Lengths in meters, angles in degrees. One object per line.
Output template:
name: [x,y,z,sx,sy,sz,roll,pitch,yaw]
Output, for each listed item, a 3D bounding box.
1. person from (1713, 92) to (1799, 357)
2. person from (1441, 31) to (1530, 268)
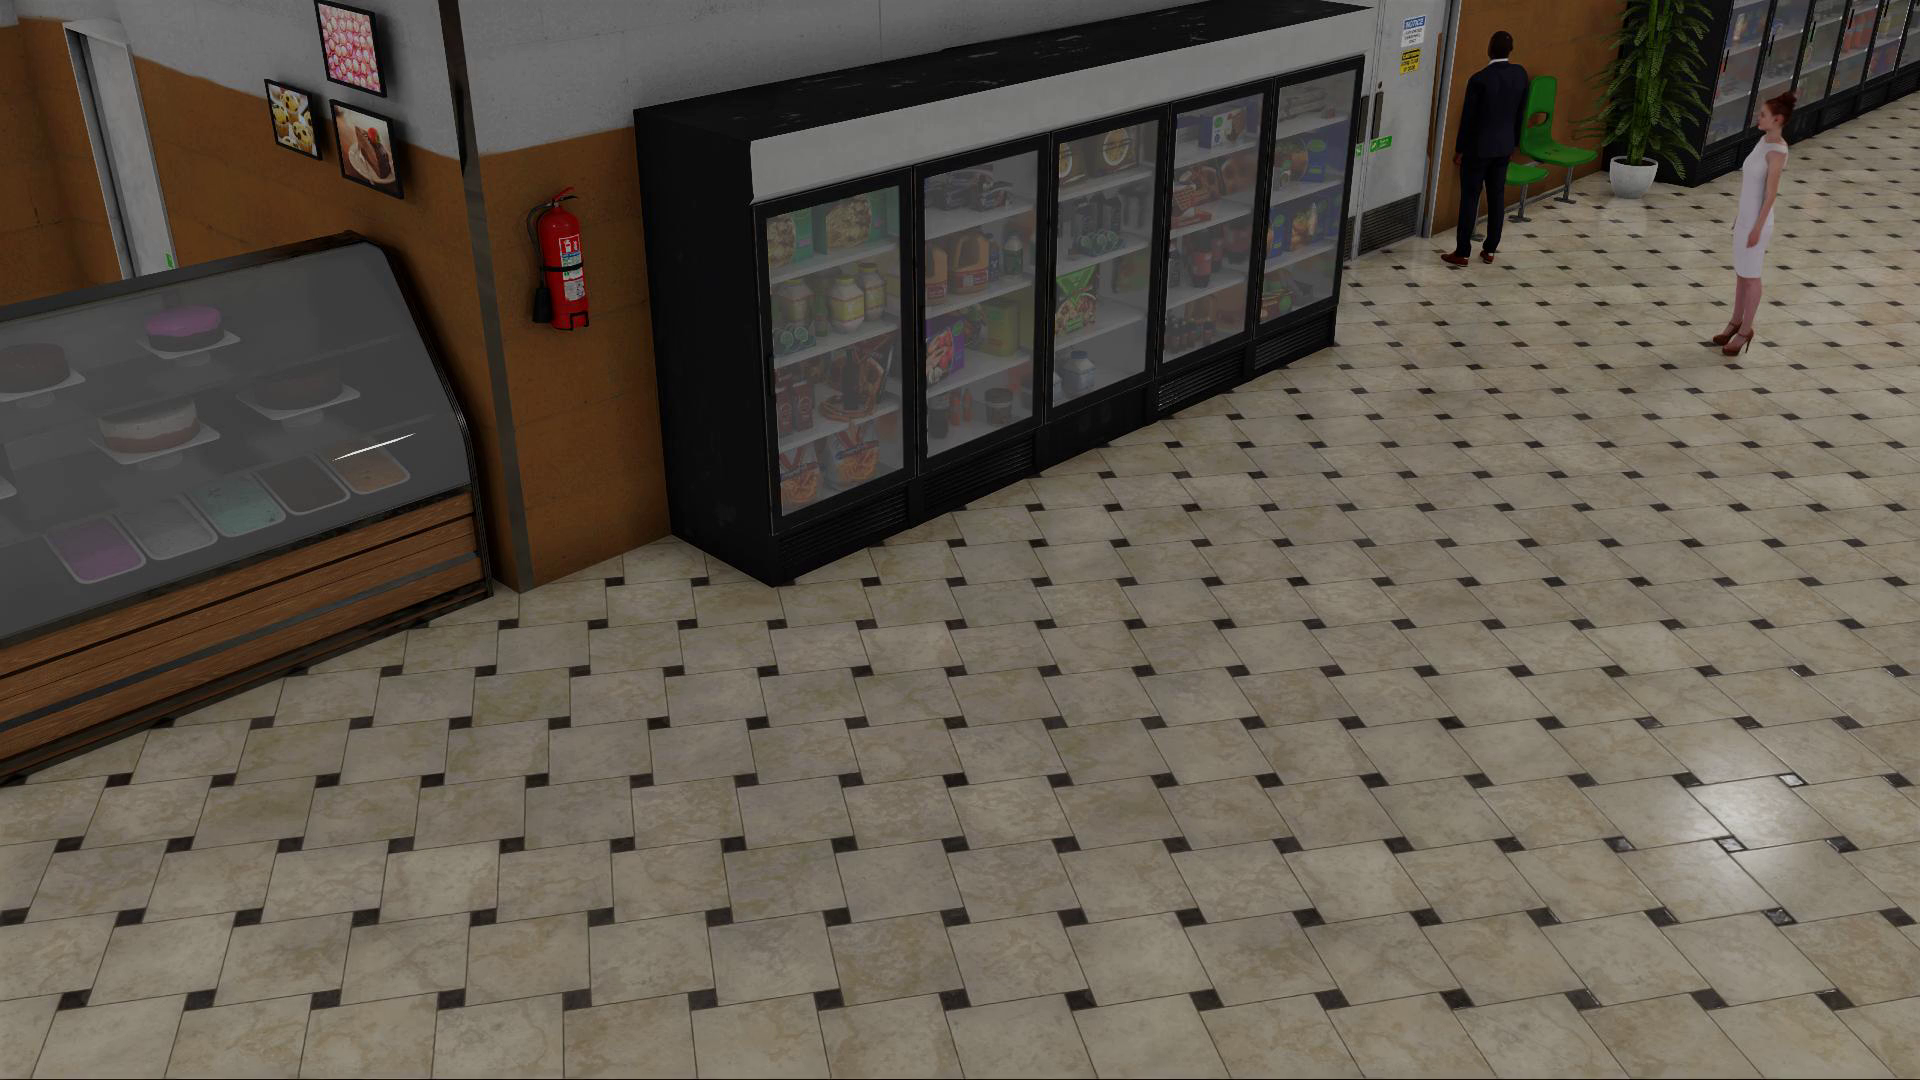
person: [5.376,-2.123,11.232,0.681,1.794,0.652,4,27,7]
person: [4.140,-3.062,13.049,0.792,1.824,0.804,-6,27,-11]
